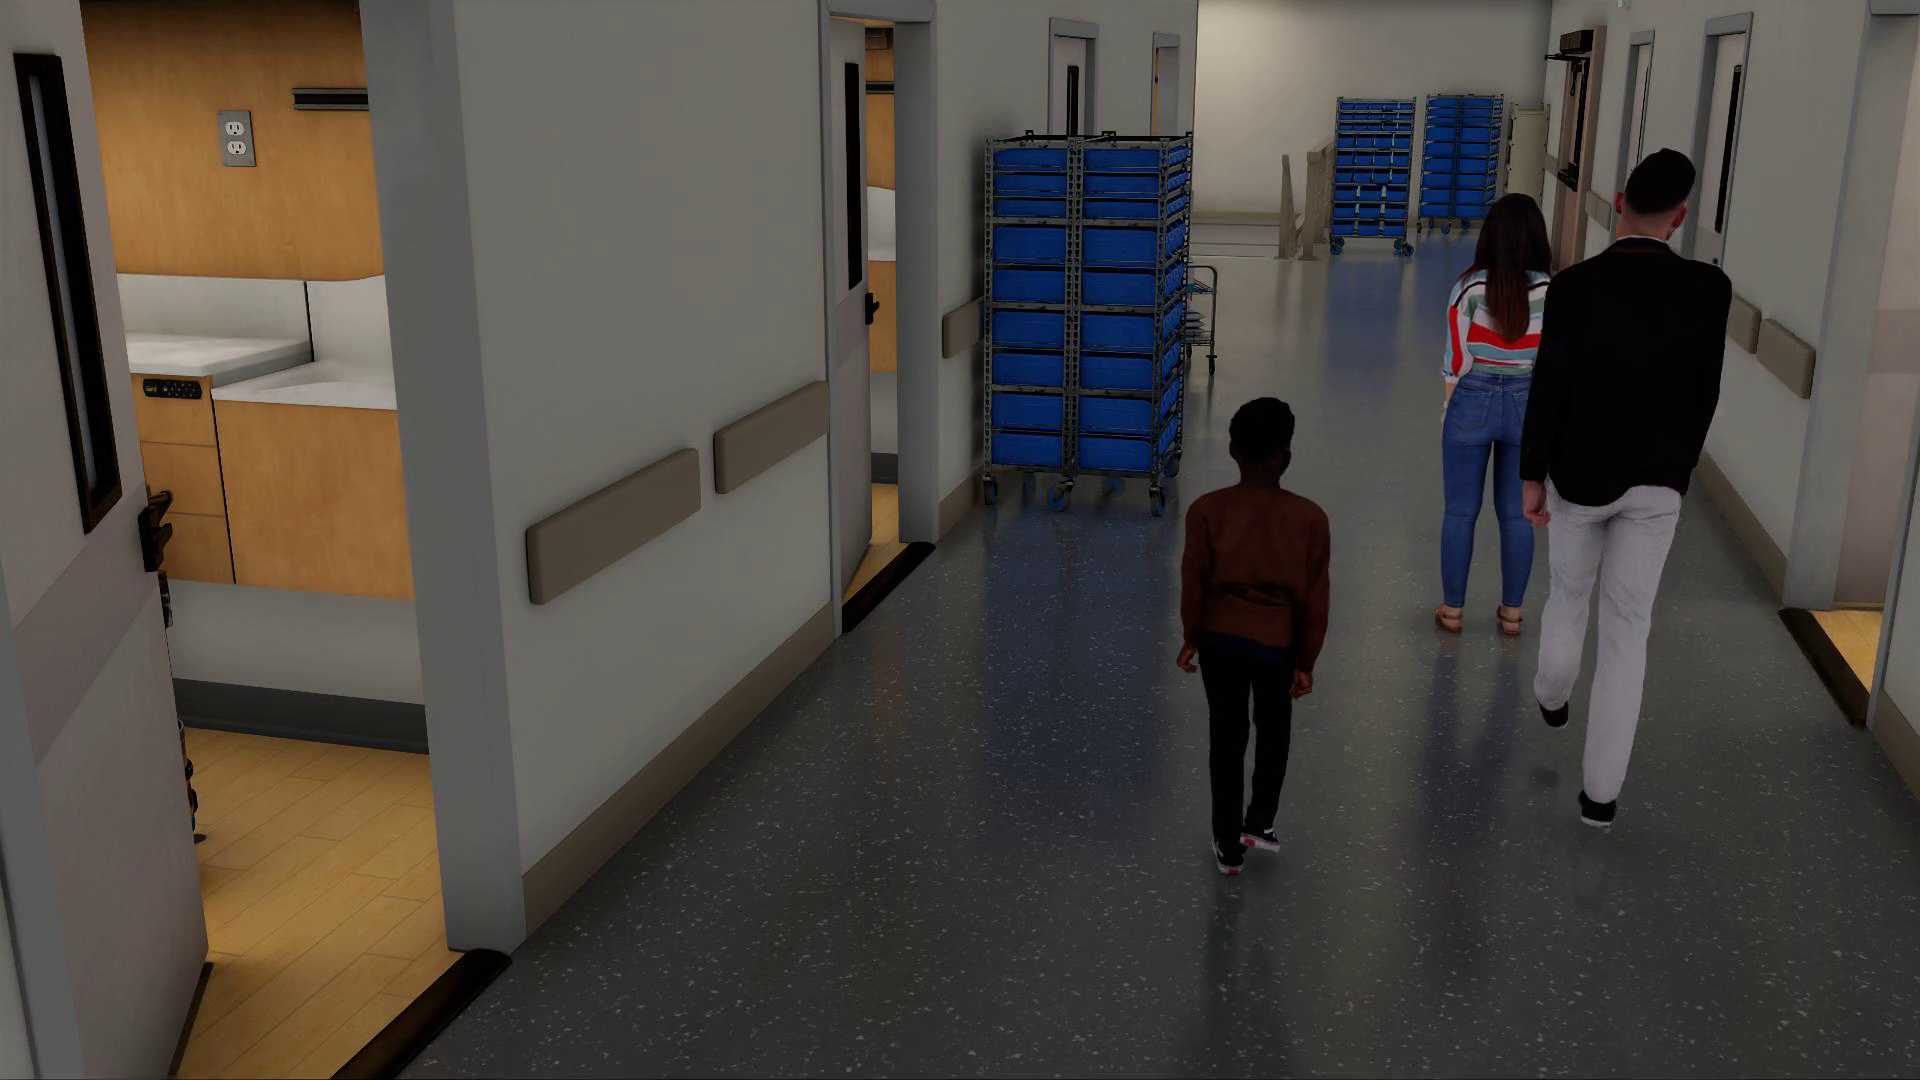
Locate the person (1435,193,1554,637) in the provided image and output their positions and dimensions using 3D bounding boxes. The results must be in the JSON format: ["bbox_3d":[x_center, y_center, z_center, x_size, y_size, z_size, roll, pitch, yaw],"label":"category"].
[{"bbox_3d":[1.972,-0.456,6.112,0.612,1.611,0.555,2,16,6],"label":"person"}]

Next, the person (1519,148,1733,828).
[{"bbox_3d":[1.804,-0.088,4.514,0.651,1.772,1.247,4,16,13],"label":"person"}]

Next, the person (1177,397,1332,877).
[{"bbox_3d":[0.729,0.273,4.201,0.551,1.245,0.544,2,16,6],"label":"person"}]
